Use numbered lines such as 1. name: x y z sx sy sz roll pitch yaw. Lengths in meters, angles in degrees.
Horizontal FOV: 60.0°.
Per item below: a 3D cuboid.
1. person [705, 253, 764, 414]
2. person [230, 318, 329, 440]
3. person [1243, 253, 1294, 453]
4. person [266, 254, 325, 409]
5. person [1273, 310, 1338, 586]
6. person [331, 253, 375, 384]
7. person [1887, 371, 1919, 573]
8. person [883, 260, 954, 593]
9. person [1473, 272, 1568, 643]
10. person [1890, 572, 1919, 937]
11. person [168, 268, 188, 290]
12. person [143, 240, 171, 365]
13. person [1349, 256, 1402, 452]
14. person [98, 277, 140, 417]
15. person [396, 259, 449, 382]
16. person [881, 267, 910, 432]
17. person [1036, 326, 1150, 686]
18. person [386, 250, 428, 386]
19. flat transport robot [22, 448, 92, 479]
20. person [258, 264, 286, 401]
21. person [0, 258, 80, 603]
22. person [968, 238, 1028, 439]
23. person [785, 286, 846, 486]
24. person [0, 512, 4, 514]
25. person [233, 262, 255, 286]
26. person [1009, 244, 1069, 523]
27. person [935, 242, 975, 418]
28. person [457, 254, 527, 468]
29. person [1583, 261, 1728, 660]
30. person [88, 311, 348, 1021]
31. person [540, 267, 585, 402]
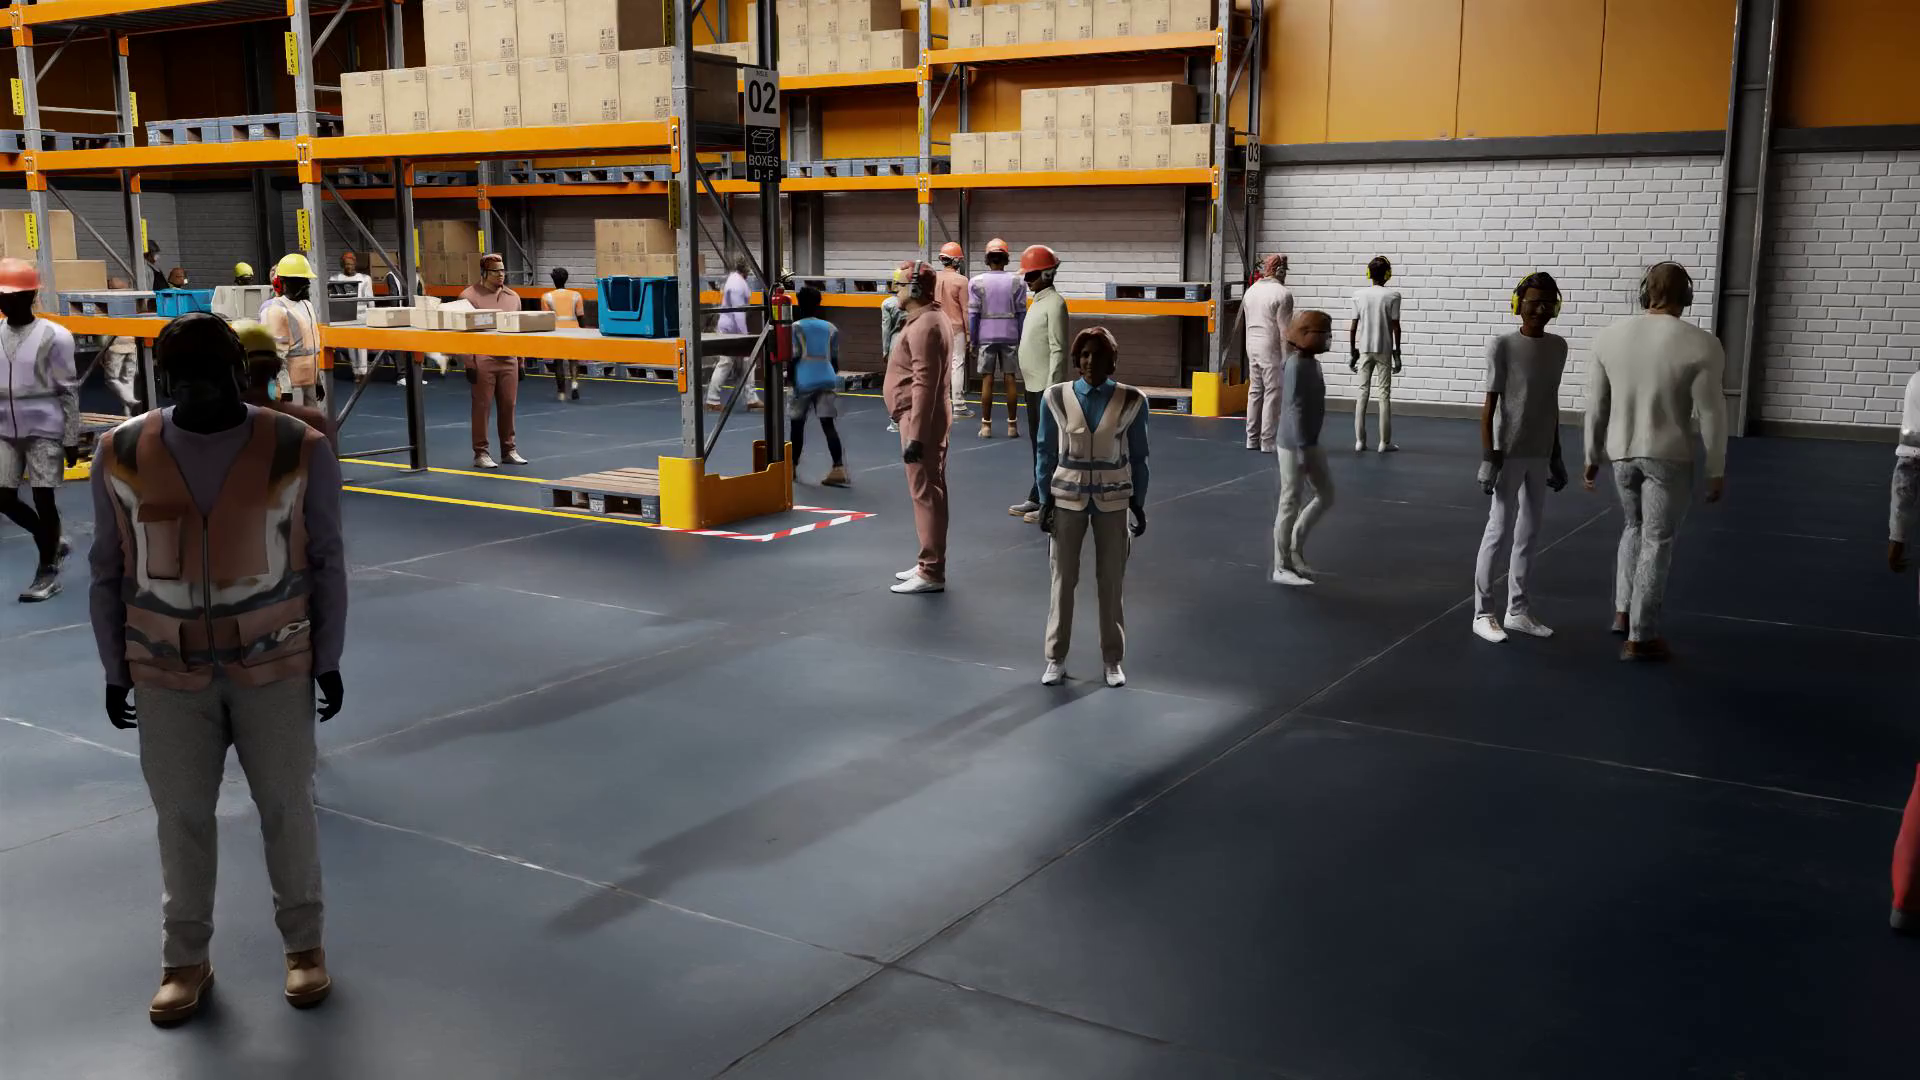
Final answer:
1. person: -2.575 -2.403 19.351 0.910 1.885 0.649 0 10 0
2. person: -2.601 0.038 6.264 0.525 1.741 0.826 -8 13 -37
3. person: 2.974 -1.775 15.880 0.399 1.897 0.647 -5 11 -26
4. person: -5.112 -1.246 12.888 0.384 1.920 0.587 1 10 4
5. person: 2.015 -0.526 9.719 0.365 1.624 0.515 6 12 31
6. person: -8.549 -3.106 23.408 0.606 1.830 0.982 -4 11 -19
7. person: 3.862 -0.051 6.328 0.562 1.880 0.886 10 14 43
8. person: -0.241 -0.648 9.590 0.403 1.911 0.637 1 10 6
9. person: 2.858 -0.416 8.426 0.534 1.864 0.313 -4 11 -23
10. person: 2.926 0.319 4.667 0.350 1.758 0.522 -4 11 -20
11. person: -10.944 -3.000 23.378 0.265 1.632 0.508 -3 11 -15
12. person: -12.994 -3.827 26.837 0.536 2.000 0.701 -2 10 -8
13. person: 3.992 -1.778 15.966 0.519 1.869 0.331 6 12 31
14. person: -9.153 -2.060 18.201 0.526 1.626 0.518 6 12 31
15. person: -7.743 -3.171 23.836 0.704 1.815 0.651 -4 11 -23
16. person: -0.591 -2.009 17.585 0.487 1.745 0.290 -2 11 -13
17. person: 0.600 -0.149 7.562 0.515 1.642 0.314 1 10 6
18. person: -7.739 -3.114 23.225 0.392 1.920 0.592 3 11 17
19. flat transport robot: -8.095 -0.617 13.952 1.431 0.197 0.652 -5 11 -24
20. person: -5.259 -1.227 12.976 0.394 1.843 0.563 0 10 -1
21. person: -5.231 -0.618 9.377 0.571 1.923 0.501 0 10 1
22. person: 0.383 -2.048 16.992 0.606 2.037 0.382 0 10 -2
23. person: -1.230 -1.285 13.843 0.580 1.630 0.893 -7 12 -33
24. person: -7.125 -1.020 11.431 1.002 1.997 0.702 -9 13 -40
25. person: -8.087 -2.263 18.924 0.301 1.772 0.525 10 14 43
26. person: 0.586 -1.122 11.992 0.386 1.989 0.608 -3 11 -14
27. person: -0.102 -2.383 18.960 0.611 1.995 0.380 8 13 36
28. person: -4.146 -1.590 14.851 0.402 1.899 0.636 10 14 43
29. person: 3.376 -0.377 8.058 0.508 1.915 0.665 -9 13 -40
30. person: -1.926 0.329 4.362 0.627 1.844 0.429 -3 11 -17
31. person: -4.961 -2.557 20.759 0.552 1.684 0.354 -4 11 -23
